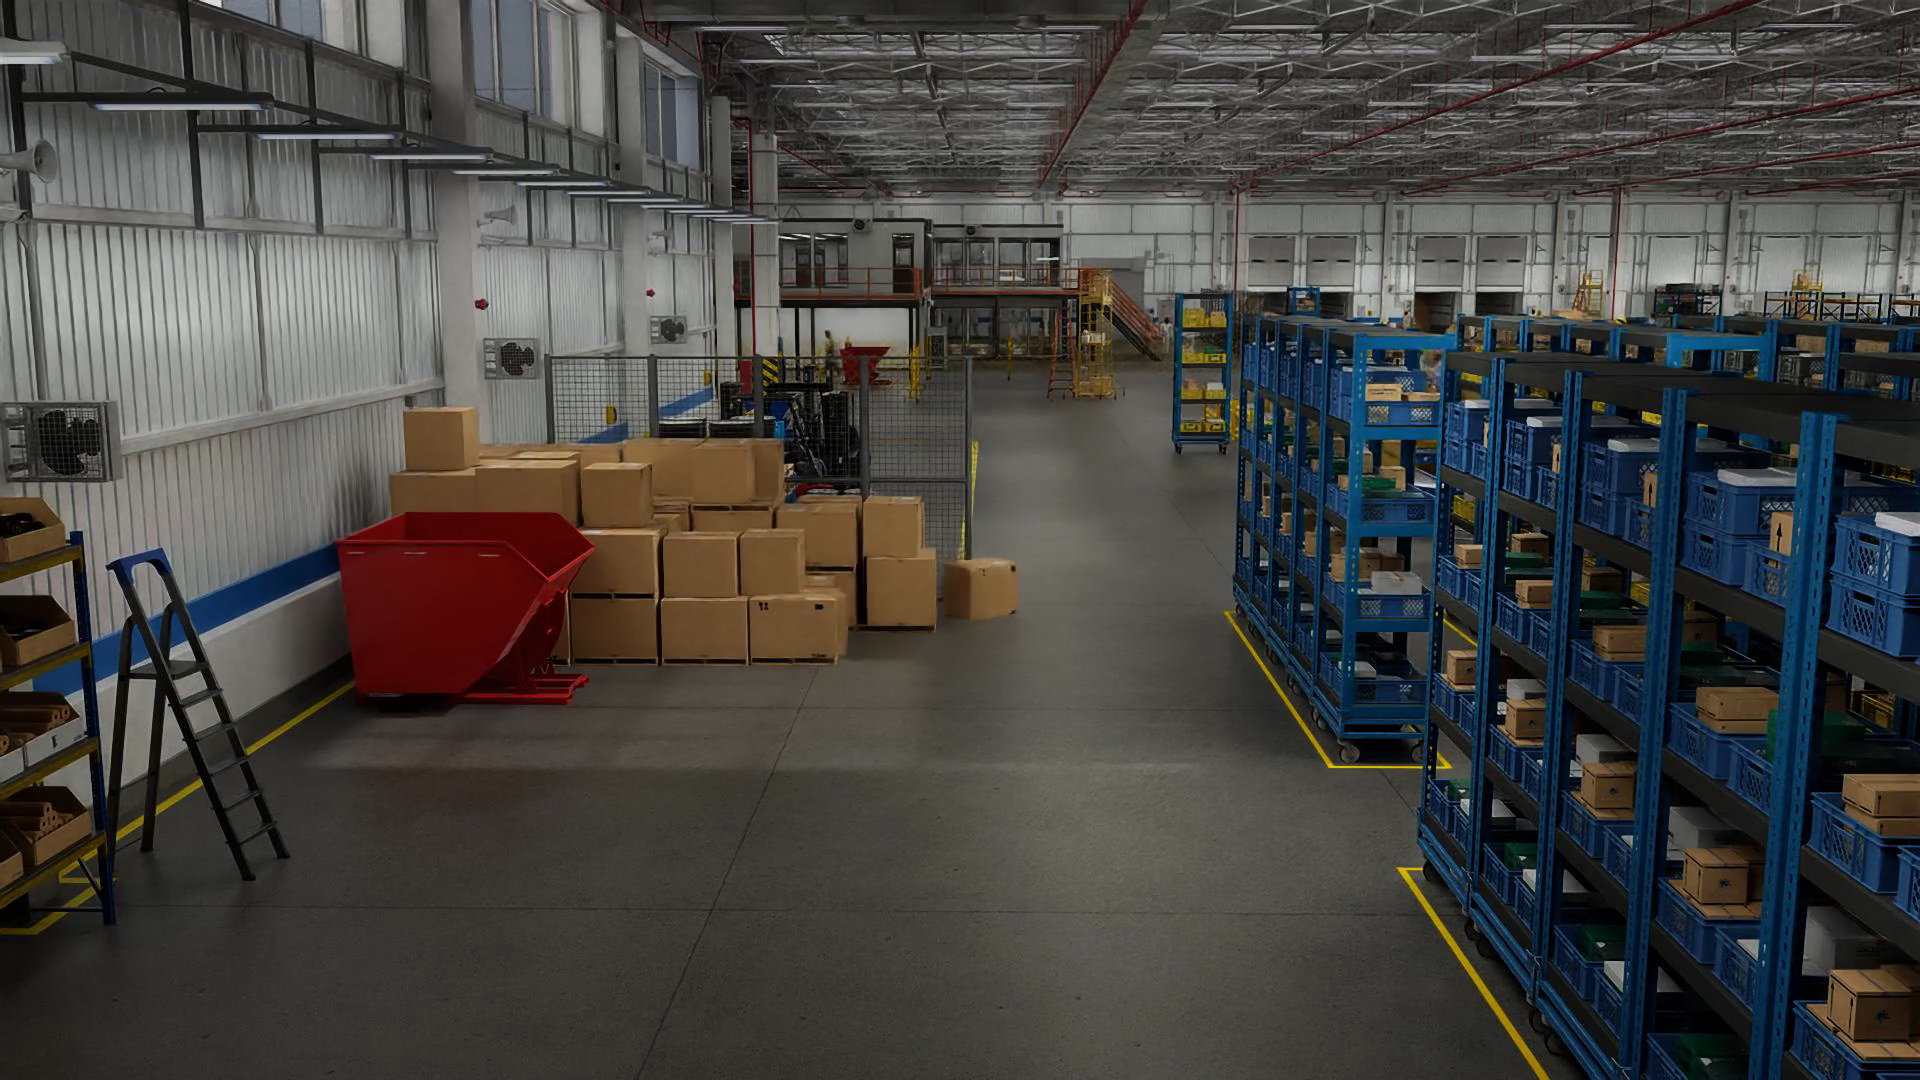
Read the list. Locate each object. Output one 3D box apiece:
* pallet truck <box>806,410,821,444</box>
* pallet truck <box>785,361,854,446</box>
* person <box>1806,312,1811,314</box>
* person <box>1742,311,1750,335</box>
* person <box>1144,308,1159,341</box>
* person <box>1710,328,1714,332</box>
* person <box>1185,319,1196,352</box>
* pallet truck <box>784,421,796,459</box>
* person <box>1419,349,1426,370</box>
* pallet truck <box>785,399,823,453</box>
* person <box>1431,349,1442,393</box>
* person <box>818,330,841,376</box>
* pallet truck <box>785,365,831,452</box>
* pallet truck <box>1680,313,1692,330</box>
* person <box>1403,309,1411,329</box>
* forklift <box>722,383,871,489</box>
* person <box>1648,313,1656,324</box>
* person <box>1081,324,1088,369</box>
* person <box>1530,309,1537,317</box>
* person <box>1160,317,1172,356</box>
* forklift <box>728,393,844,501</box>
[{"bbox_3d":[-3.559,-2.018,33.905,1.522,1.261,0.704,0,9,-1],"label":"pallet truck"},{"bbox_3d":[-3.410,-3.193,38.978,1.885,1.965,0.823,0,9,-1],"label":"pallet truck"},{"bbox_3d":[44.856,-11.134,88.178,0.365,1.931,0.631,2,9,12],"label":"person"},{"bbox_3d":[41.091,-11.020,87.126,0.696,2.000,0.690,1,9,6],"label":"person"},{"bbox_3d":[11.254,-12.644,97.574,0.975,1.890,0.614,0,9,2],"label":"person"},{"bbox_3d":[32.847,-8.604,72.609,0.552,1.920,0.800,5,10,27],"label":"person"},{"bbox_3d":[11.176,-9.886,80.712,0.573,1.840,0.955,0,9,-1],"label":"person"},{"bbox_3d":[-4.013,-1.793,32.705,1.601,1.201,0.680,0,9,1],"label":"pallet truck"},{"bbox_3d":[14.248,-5.105,51.381,0.836,1.804,0.599,4,10,24],"label":"person"},{"bbox_3d":[-3.814,-2.432,36.419,1.630,1.274,0.653,0,9,1],"label":"pallet truck"},{"bbox_3d":[12.936,-4.184,45.033,0.462,2.023,0.610,0,9,3],"label":"person"},{"bbox_3d":[-5.055,-7.252,64.620,0.955,1.810,0.516,1,9,6],"label":"person"},{"bbox_3d":[-3.774,-2.976,37.635,1.885,1.965,0.823,1,9,5],"label":"pallet truck"},{"bbox_3d":[36.315,-10.531,84.244,0.823,1.965,1.885,-6,11,-33],"label":"pallet truck"},{"bbox_3d":[25.327,-12.137,94.408,0.589,1.918,0.393,-6,11,-32],"label":"person"},{"bbox_3d":[-2.893,-1.687,28.729,2.680,1.987,1.157,0,9,-1],"label":"forklift"},{"bbox_3d":[38.034,-11.607,91.525,0.971,1.803,0.615,7,12,37],"label":"person"},{"bbox_3d":[5.254,-8.148,69.831,0.382,1.924,0.615,1,9,9],"label":"person"},{"bbox_3d":[33.124,-12.396,96.159,0.515,1.866,0.333,-3,10,-17],"label":"person"},{"bbox_3d":[9.936,-9.808,80.220,0.611,1.848,0.896,2,9,11],"label":"person"},{"bbox_3d":[-2.979,-1.316,26.476,2.680,1.987,1.157,0,9,1],"label":"forklift"}]
